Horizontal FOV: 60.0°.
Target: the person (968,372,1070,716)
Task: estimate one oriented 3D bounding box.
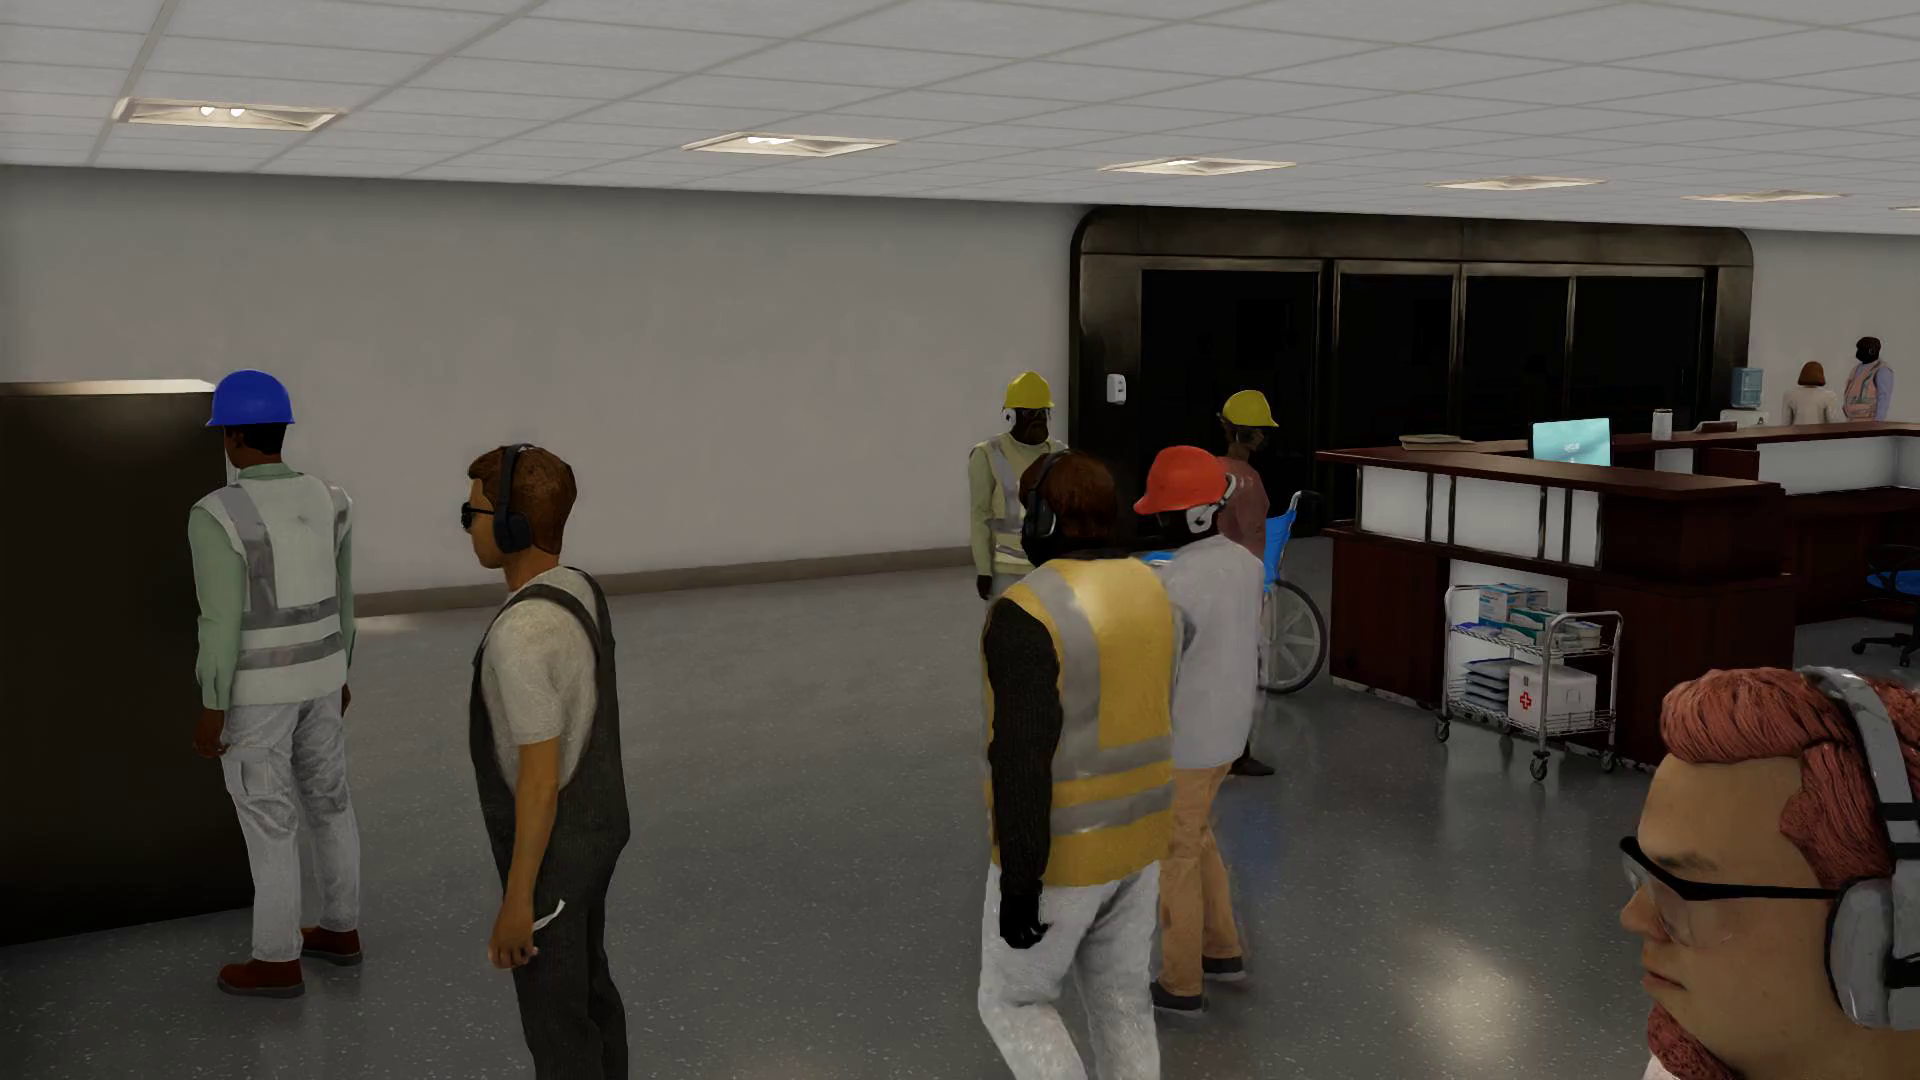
[{"bbox_3d":[0.319,0.102,8.081,0.587,1.835,0.404,-5,9,-32],"label":"person"}]

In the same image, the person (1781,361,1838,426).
[{"bbox_3d":[8.298,-0.930,16.281,0.502,1.632,0.282,6,10,38],"label":"person"}]

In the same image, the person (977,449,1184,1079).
[{"bbox_3d":[0.288,0.705,3.799,0.485,1.813,0.658,8,11,44],"label":"person"}]

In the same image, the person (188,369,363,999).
[{"bbox_3d":[-2.143,0.443,5.201,0.404,1.945,0.614,3,8,22],"label":"person"}]

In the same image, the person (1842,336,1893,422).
[{"bbox_3d":[9.979,-1.323,18.369,0.429,1.842,0.634,0,8,-2],"label":"person"}]

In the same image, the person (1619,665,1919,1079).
[{"bbox_3d":[0.652,1.022,1.226,0.546,1.887,0.658,0,8,0],"label":"person"}]

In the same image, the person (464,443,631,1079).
[{"bbox_3d":[-0.907,0.707,3.655,0.344,1.845,0.506,0,8,3],"label":"person"}]

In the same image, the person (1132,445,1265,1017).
[{"bbox_3d":[0.650,0.575,5.012,0.435,1.735,0.596,6,10,35],"label":"person"}]

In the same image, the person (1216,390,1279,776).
[{"bbox_3d":[1.292,0.192,7.680,0.325,1.767,0.533,-2,8,-11],"label":"person"}]
